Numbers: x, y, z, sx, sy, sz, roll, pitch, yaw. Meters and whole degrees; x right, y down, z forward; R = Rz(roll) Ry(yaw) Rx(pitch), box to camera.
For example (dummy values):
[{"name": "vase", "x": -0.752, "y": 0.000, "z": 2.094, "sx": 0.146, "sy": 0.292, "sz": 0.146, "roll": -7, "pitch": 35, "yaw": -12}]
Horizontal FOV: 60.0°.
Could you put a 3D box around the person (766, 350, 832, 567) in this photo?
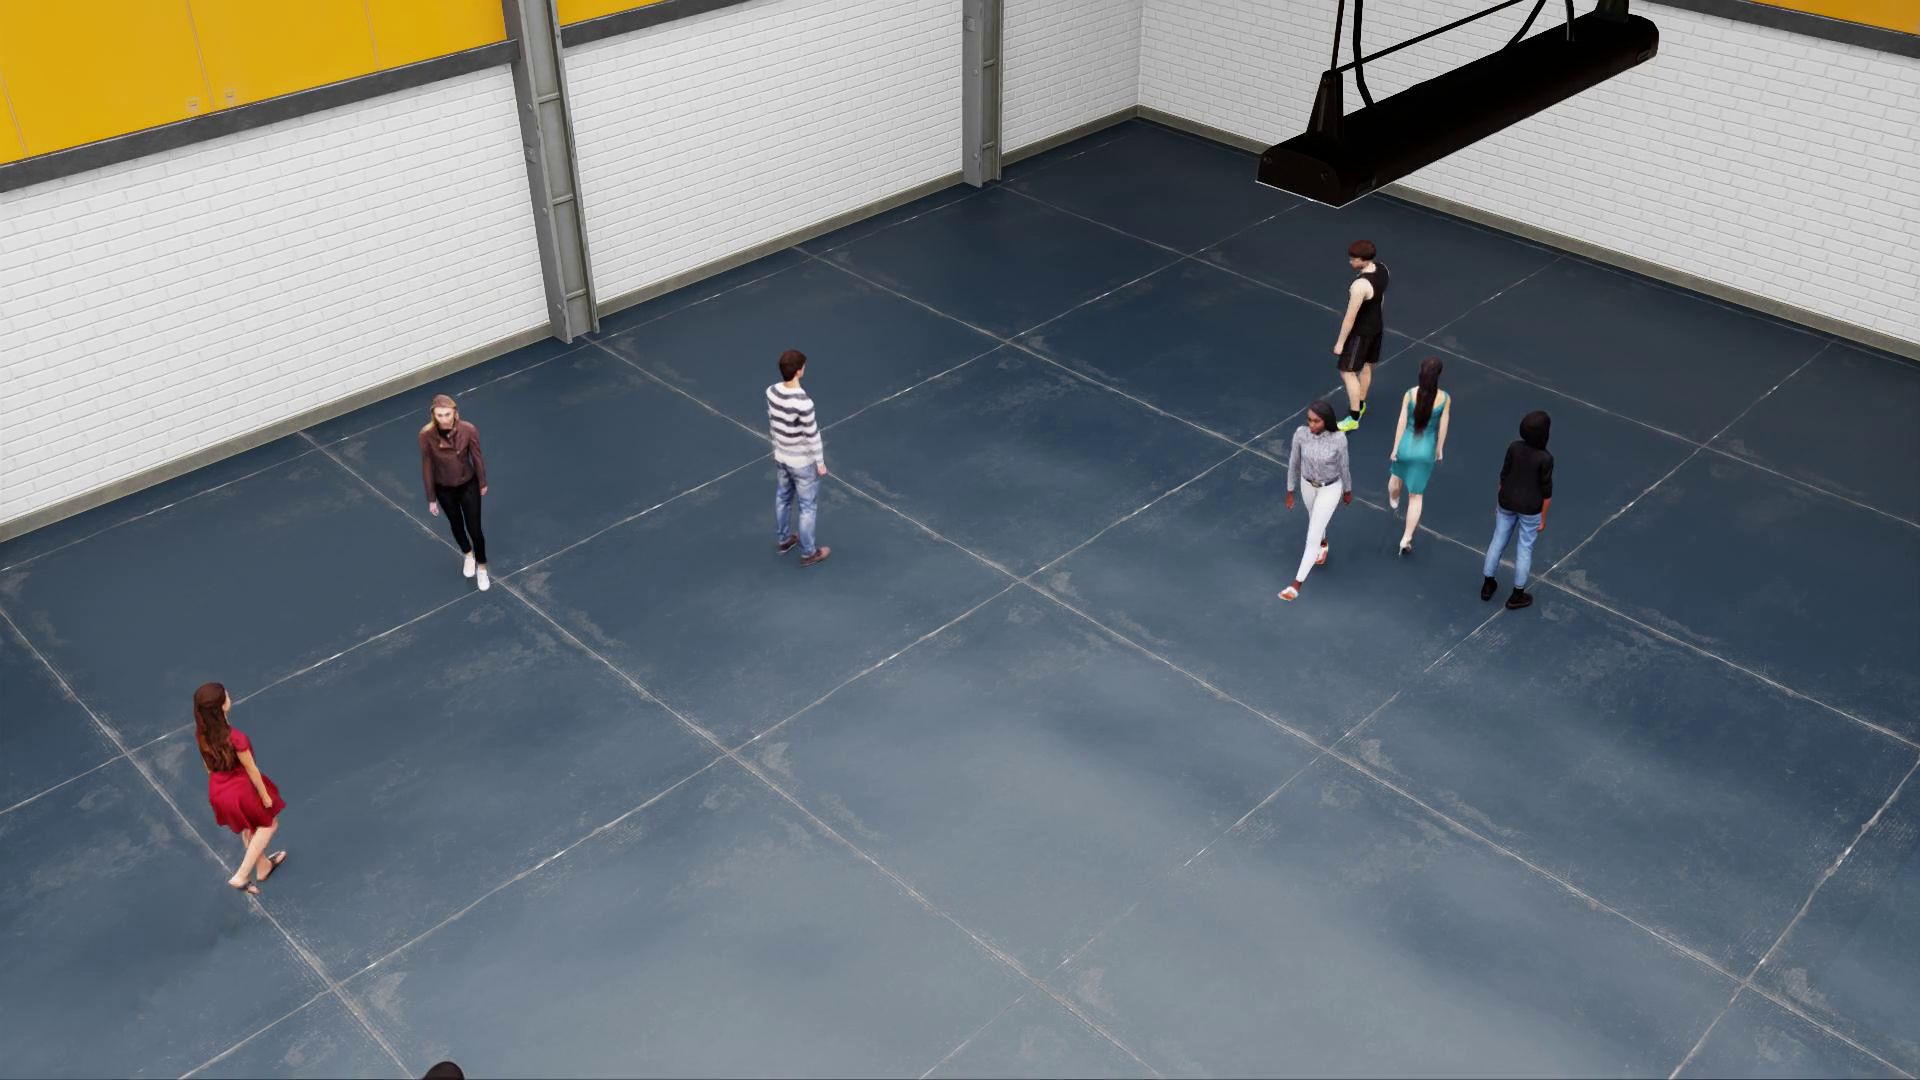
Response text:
[{"name": "person", "x": -1.327, "y": -0.663, "z": 13.292, "sx": 0.658, "sy": 1.847, "sz": 0.528, "roll": 27, "pitch": 42, "yaw": 34}]

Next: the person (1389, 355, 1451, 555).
[{"name": "person", "x": 3.683, "y": -0.656, "z": 13.473, "sx": 0.907, "sy": 1.634, "sz": 1.103, "roll": 8, "pitch": 34, "yaw": 11}]

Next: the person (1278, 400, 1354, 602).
[{"name": "person", "x": 2.855, "y": -0.391, "z": 13.057, "sx": 0.753, "sy": 1.654, "sz": 1.253, "roll": 21, "pitch": 39, "yaw": 28}]

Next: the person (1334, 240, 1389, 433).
[{"name": "person", "x": 3.713, "y": -1.920, "z": 15.174, "sx": 0.505, "sy": 1.857, "sz": 0.894, "roll": -21, "pitch": 39, "yaw": -28}]

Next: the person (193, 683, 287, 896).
[{"name": "person", "x": -4.468, "y": 1.573, "z": 10.205, "sx": 0.734, "sy": 1.542, "sz": 0.867, "roll": 11, "pitch": 35, "yaw": 15}]

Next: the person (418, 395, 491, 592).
[{"name": "person", "x": -3.971, "y": -0.452, "z": 13.125, "sx": 0.813, "sy": 1.681, "sz": 0.861, "roll": -5, "pitch": 34, "yaw": -8}]

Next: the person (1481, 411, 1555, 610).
[{"name": "person", "x": 4.307, "y": -0.237, "z": 12.783, "sx": 0.574, "sy": 1.701, "sz": 0.544, "roll": 26, "pitch": 42, "yaw": 34}]
